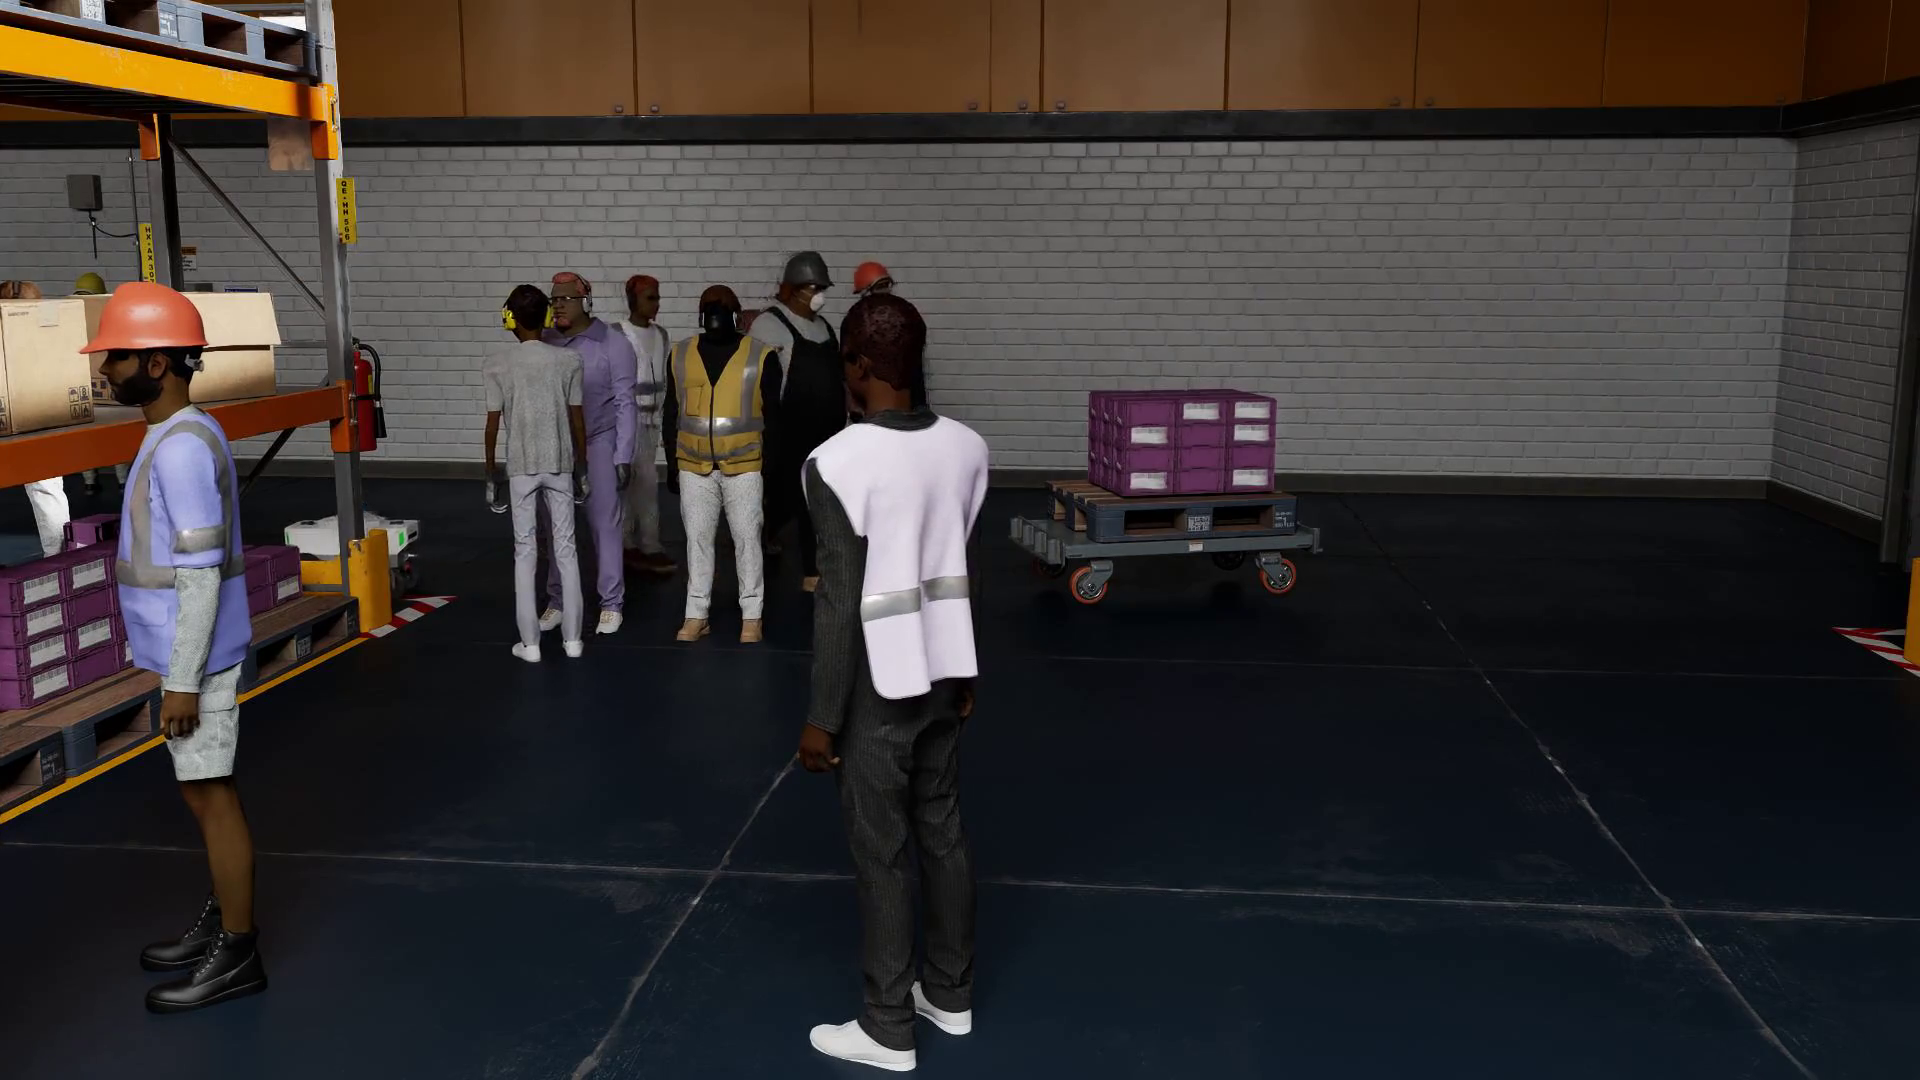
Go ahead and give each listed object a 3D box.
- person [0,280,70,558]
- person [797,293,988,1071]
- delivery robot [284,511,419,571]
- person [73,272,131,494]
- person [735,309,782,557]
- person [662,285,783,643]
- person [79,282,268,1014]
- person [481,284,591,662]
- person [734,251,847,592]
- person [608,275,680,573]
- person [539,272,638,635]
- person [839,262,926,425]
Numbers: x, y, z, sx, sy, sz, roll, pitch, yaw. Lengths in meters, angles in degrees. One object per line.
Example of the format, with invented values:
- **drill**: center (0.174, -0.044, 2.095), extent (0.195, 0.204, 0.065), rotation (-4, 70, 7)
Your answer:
- **person**: center (-5.536, -0.620, 9.932), extent (0.429, 1.842, 0.633), rotation (-5, 11, -25)
- **person**: center (-0.149, 0.356, 4.125), extent (0.374, 1.917, 0.596), rotation (8, 13, 38)
- **delivery robot**: center (-3.567, 0.003, 9.779), extent (0.707, 0.478, 0.477), rotation (0, 10, -2)
- **person**: center (-7.130, -1.290, 13.785), extent (0.587, 1.835, 0.403), rotation (-1, 10, -7)
- **person**: center (-1.346, -0.701, 10.992), extent (0.276, 1.631, 0.507), rotation (-3, 10, -15)
- **person**: center (-1.231, -0.386, 8.585), extent (0.626, 1.846, 0.429), rotation (1, 10, 5)
- **person**: center (-2.089, 0.288, 4.455), extent (0.356, 1.938, 0.543), rotation (-5, 11, -26)
- **person**: center (-2.078, -0.321, 8.191), extent (0.514, 1.858, 0.356), rotation (-4, 11, -20)
- **person**: center (-0.947, -0.676, 9.684), extent (0.654, 2.000, 0.696), rotation (7, 12, 36)
- **person**: center (-1.937, -0.722, 10.457), extent (0.754, 1.857, 0.619), rotation (6, 12, 31)
- **person**: center (-2.023, -0.449, 8.770), extent (0.644, 1.908, 0.408), rotation (2, 10, 13)
- **person**: center (-0.521, -0.885, 11.184), extent (0.643, 1.930, 0.708), rotation (-5, 11, -28)
